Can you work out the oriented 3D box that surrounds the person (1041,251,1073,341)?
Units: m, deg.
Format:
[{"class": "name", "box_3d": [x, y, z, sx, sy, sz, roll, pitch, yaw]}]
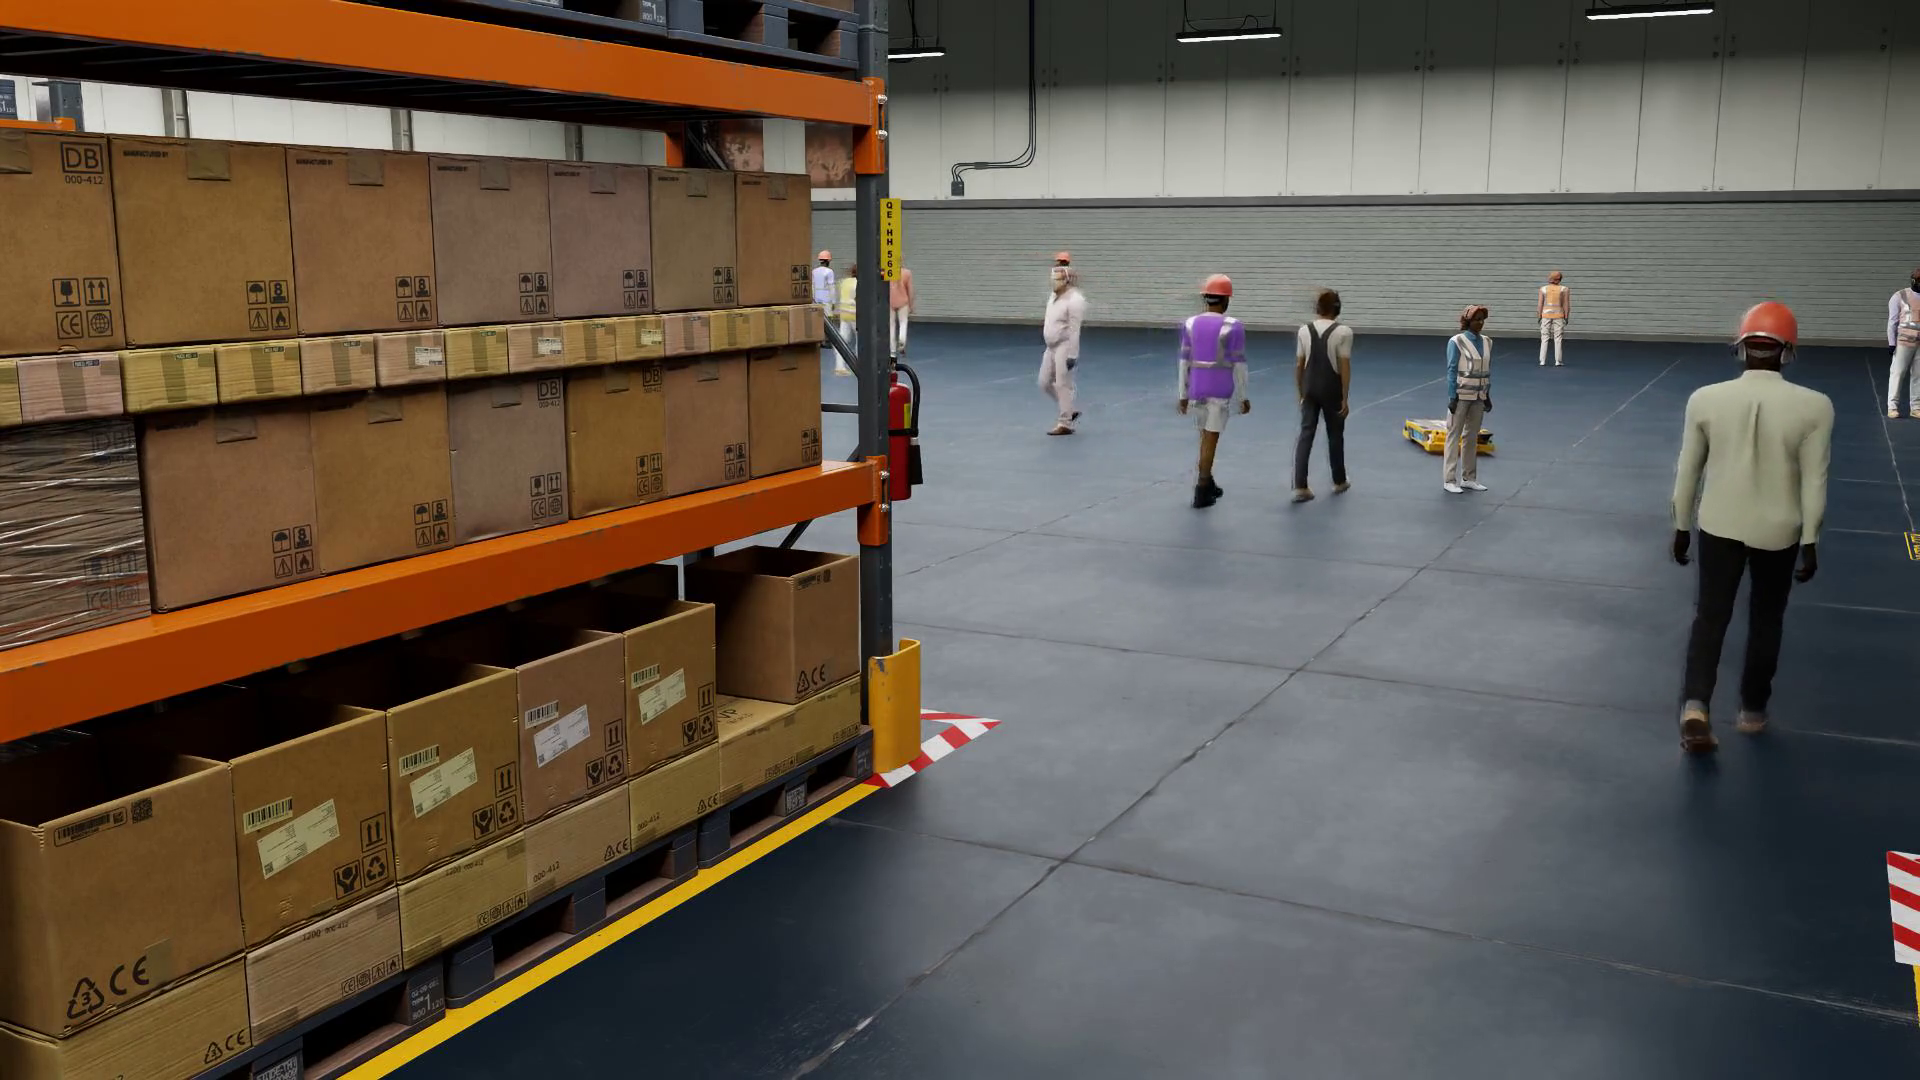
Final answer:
[{"class": "person", "box_3d": [2.033, -4.920, 33.913, 0.735, 1.919, 0.557, -3, 11, -14]}]

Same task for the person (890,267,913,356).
[{"class": "person", "box_3d": [-1.186, -4.384, 30.807, 0.639, 1.980, 0.506, -1, 10, -3]}]

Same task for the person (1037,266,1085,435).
[{"class": "person", "box_3d": [1.124, -2.121, 18.687, 0.422, 1.895, 0.654, -5, 11, -24]}]

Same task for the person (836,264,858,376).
[{"class": "person", "box_3d": [-1.617, -3.525, 26.648, 0.970, 1.784, 0.621, -9, 14, -41]}]

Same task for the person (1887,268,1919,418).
[{"class": "person", "box_3d": [11.736, -2.415, 20.457, 0.626, 1.844, 0.429, 1, 10, 3]}]

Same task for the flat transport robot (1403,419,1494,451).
[{"class": "flat transport robot", "box_3d": [5.184, -1.126, 17.715, 0.652, 0.197, 1.431, 1, 10, 4]}]

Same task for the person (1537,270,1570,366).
[{"class": "person", "box_3d": [10.189, -3.802, 28.575, 0.521, 1.638, 0.311, 5, 12, 26]}]

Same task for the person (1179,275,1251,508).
[{"class": "person", "box_3d": [2.162, -1.241, 13.868, 0.552, 1.903, 0.824, 9, 13, 39]}]

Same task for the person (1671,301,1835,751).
[{"class": "person", "box_3d": [3.429, -0.055, 7.270, 0.622, 1.966, 0.929, 7, 12, 33]}]

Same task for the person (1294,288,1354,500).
[{"class": "person", "box_3d": [3.106, -1.246, 14.220, 0.527, 1.795, 0.960, 7, 13, 34]}]

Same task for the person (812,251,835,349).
[{"class": "person", "box_3d": [-2.678, -4.757, 32.975, 0.552, 1.932, 0.377, 8, 13, 36]}]

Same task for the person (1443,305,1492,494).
[{"class": "person", "box_3d": [4.449, -1.234, 14.567, 0.511, 1.641, 0.308, -6, 12, -31]}]
